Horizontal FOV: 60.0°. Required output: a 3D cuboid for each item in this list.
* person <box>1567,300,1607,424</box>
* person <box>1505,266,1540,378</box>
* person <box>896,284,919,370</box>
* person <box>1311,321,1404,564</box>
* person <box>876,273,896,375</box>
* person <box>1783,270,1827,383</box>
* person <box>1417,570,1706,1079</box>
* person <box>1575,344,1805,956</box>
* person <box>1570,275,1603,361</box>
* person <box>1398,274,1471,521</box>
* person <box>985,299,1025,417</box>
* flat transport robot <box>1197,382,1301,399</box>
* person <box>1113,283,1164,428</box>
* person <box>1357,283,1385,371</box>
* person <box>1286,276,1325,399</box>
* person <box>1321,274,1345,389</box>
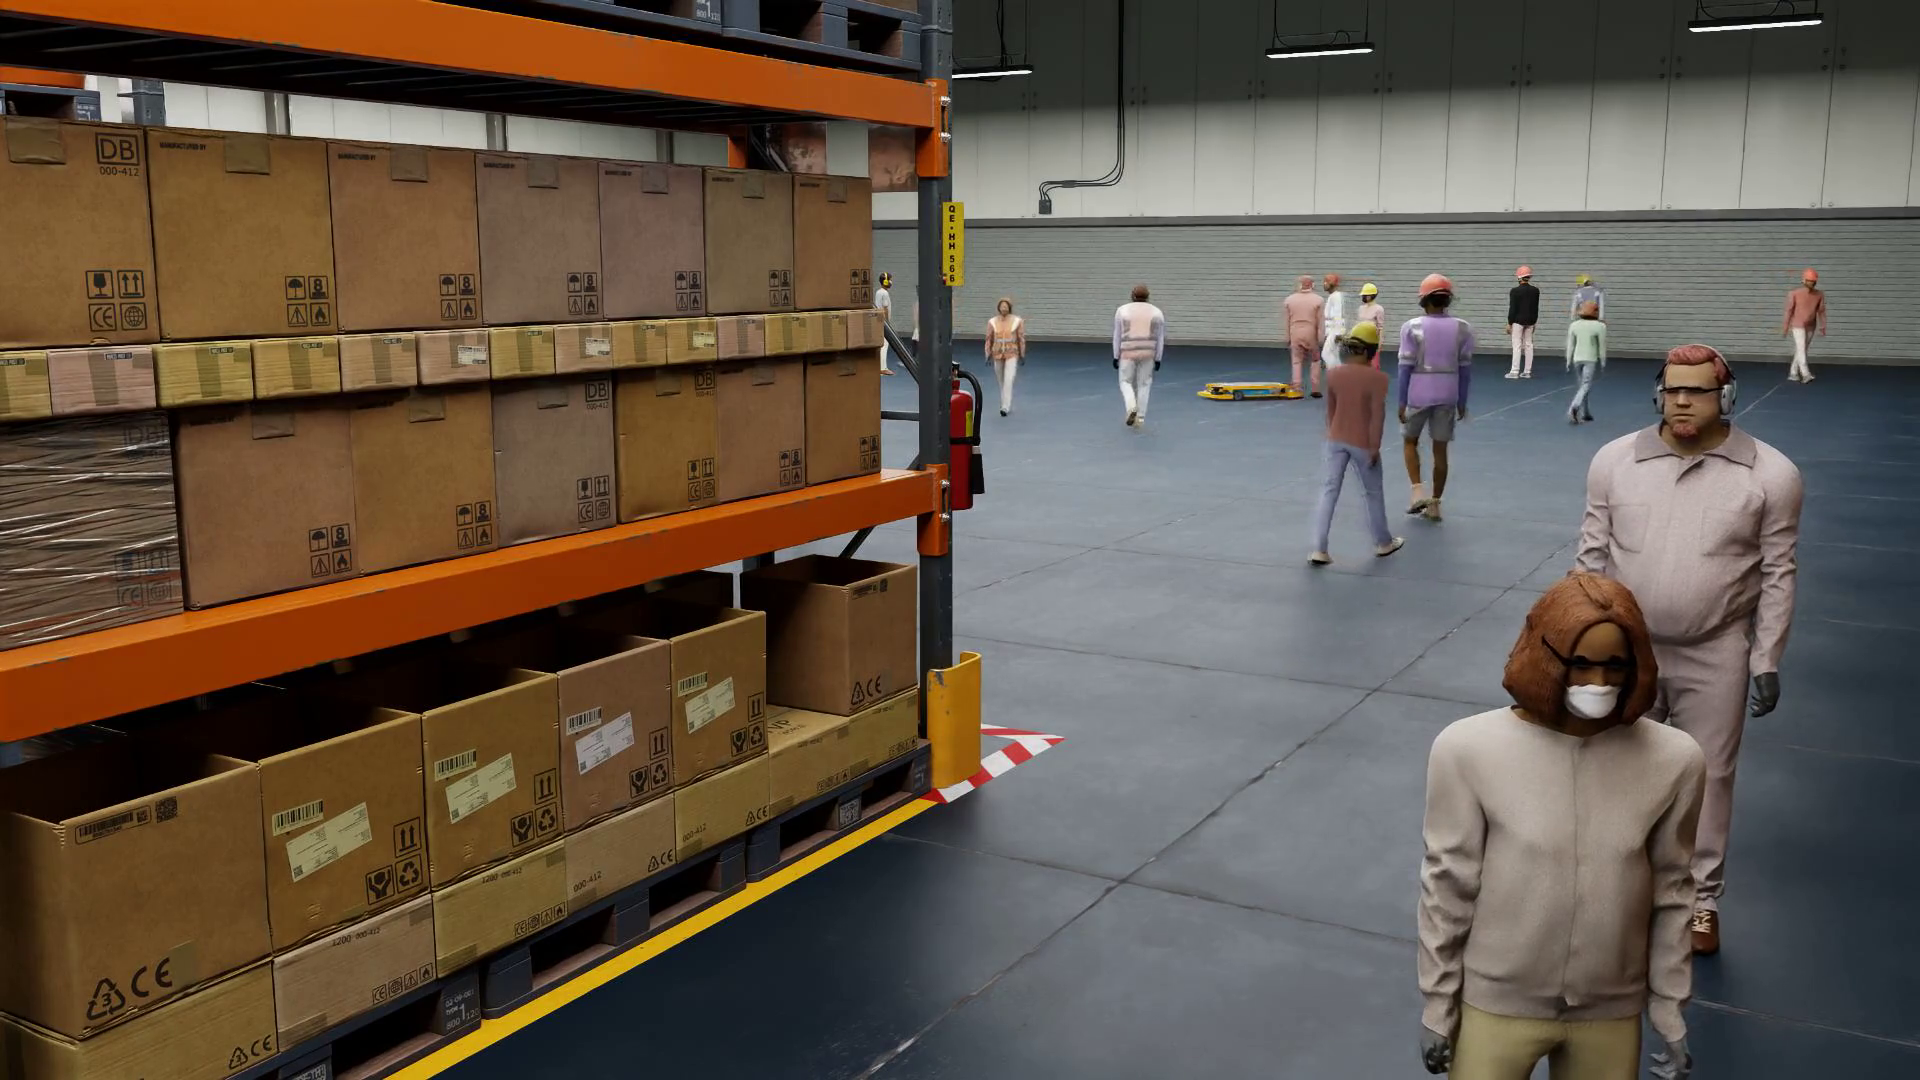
[{"bbox_3d":[8.150,-2.327,21.735,0.747,1.612,0.513,-8,13,-39],"label":"person"},{"bbox_3d":[10.027,-3.877,29.666,0.612,1.997,0.375,-3,10,-20],"label":"person"},{"bbox_3d":[-0.779,-4.007,31.401,0.857,1.652,0.539,-5,11,-29],"label":"person"},{"bbox_3d":[2.822,-0.691,11.841,0.530,1.717,0.922,9,13,43],"label":"person"},{"bbox_3d":[-1.380,-3.954,30.506,0.310,1.864,0.532,-4,10,-20],"label":"person"},{"bbox_3d":[14.621,-3.688,28.749,0.636,1.935,1.074,0,10,-1],"label":"person"},{"bbox_3d":[1.074,0.857,3.016,0.497,1.633,0.288,0,10,1],"label":"person"},{"bbox_3d":[2.247,0.343,5.225,0.642,1.909,0.399,6,11,32],"label":"person"},{"bbox_3d":[12.954,-4.583,34.442,0.672,1.786,0.407,3,10,15],"label":"person"},{"bbox_3d":[3.892,-1.167,13.724,0.621,2.028,0.461,0,10,0],"label":"person"},{"bbox_3d":[0.606,-2.492,22.721,0.536,1.589,0.883,2,10,14],"label":"person"},{"bbox_3d":[4.413,-2.289,25.415,1.431,0.197,0.652,-3,10,-16],"label":"flat transport robot"},{"bbox_3d":[2.252,-2.318,21.027,0.650,1.831,0.445,0,10,-1],"label":"person"},{"bbox_3d":[6.159,-2.972,25.050,0.330,1.765,0.526,-6,11,-31],"label":"person"},{"bbox_3d":[5.322,-3.096,25.453,0.640,1.875,0.701,6,11,30],"label":"person"},{"bbox_3d":[6.076,-3.377,27.094,0.484,1.870,0.634,1,10,3],"label":"person"}]
